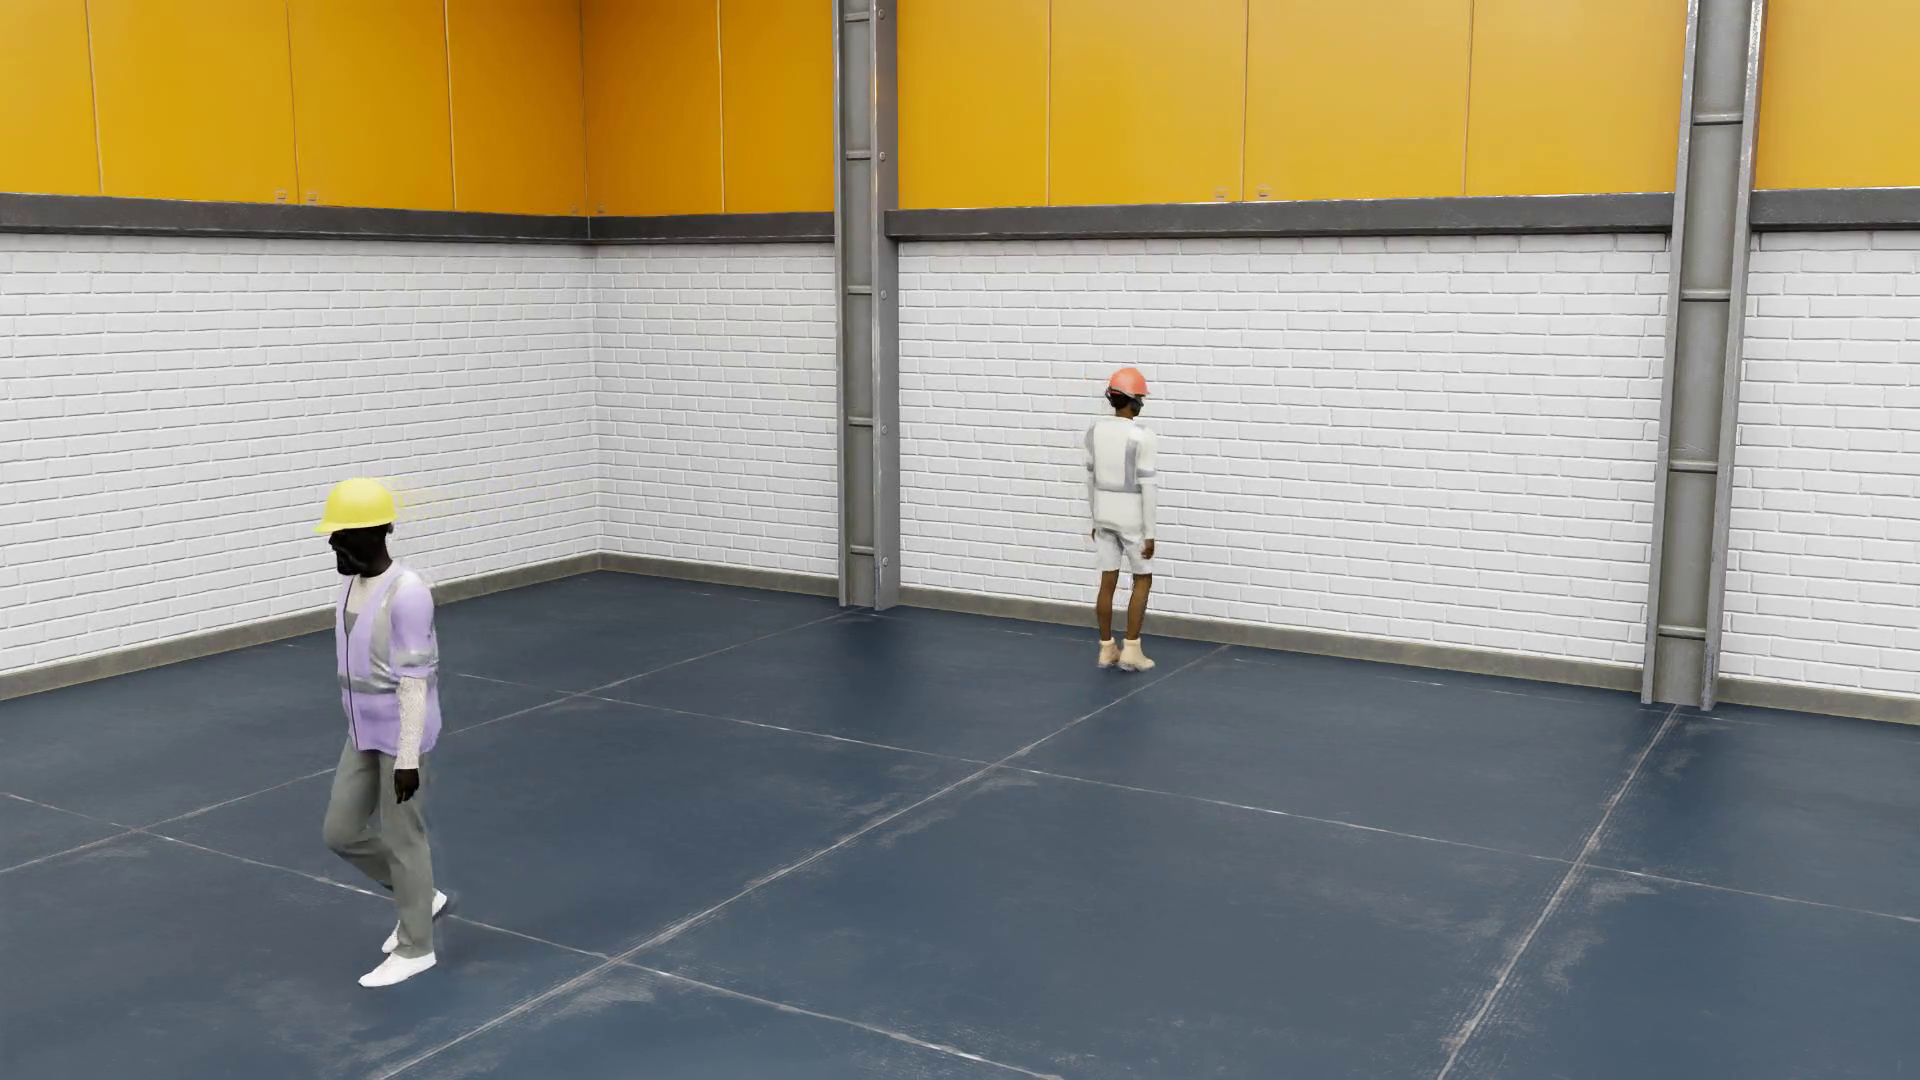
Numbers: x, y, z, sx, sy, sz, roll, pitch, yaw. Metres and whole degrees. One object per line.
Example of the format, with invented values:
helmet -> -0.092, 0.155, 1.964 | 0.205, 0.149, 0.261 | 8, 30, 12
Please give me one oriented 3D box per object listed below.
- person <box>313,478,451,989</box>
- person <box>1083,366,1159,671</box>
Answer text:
person -> -2.138, 0.718, 6.148 | 0.586, 1.912, 0.409 | 8, 12, 42
person -> 1.093, -0.136, 11.103 | 0.618, 2.044, 0.389 | 8, 12, 42
